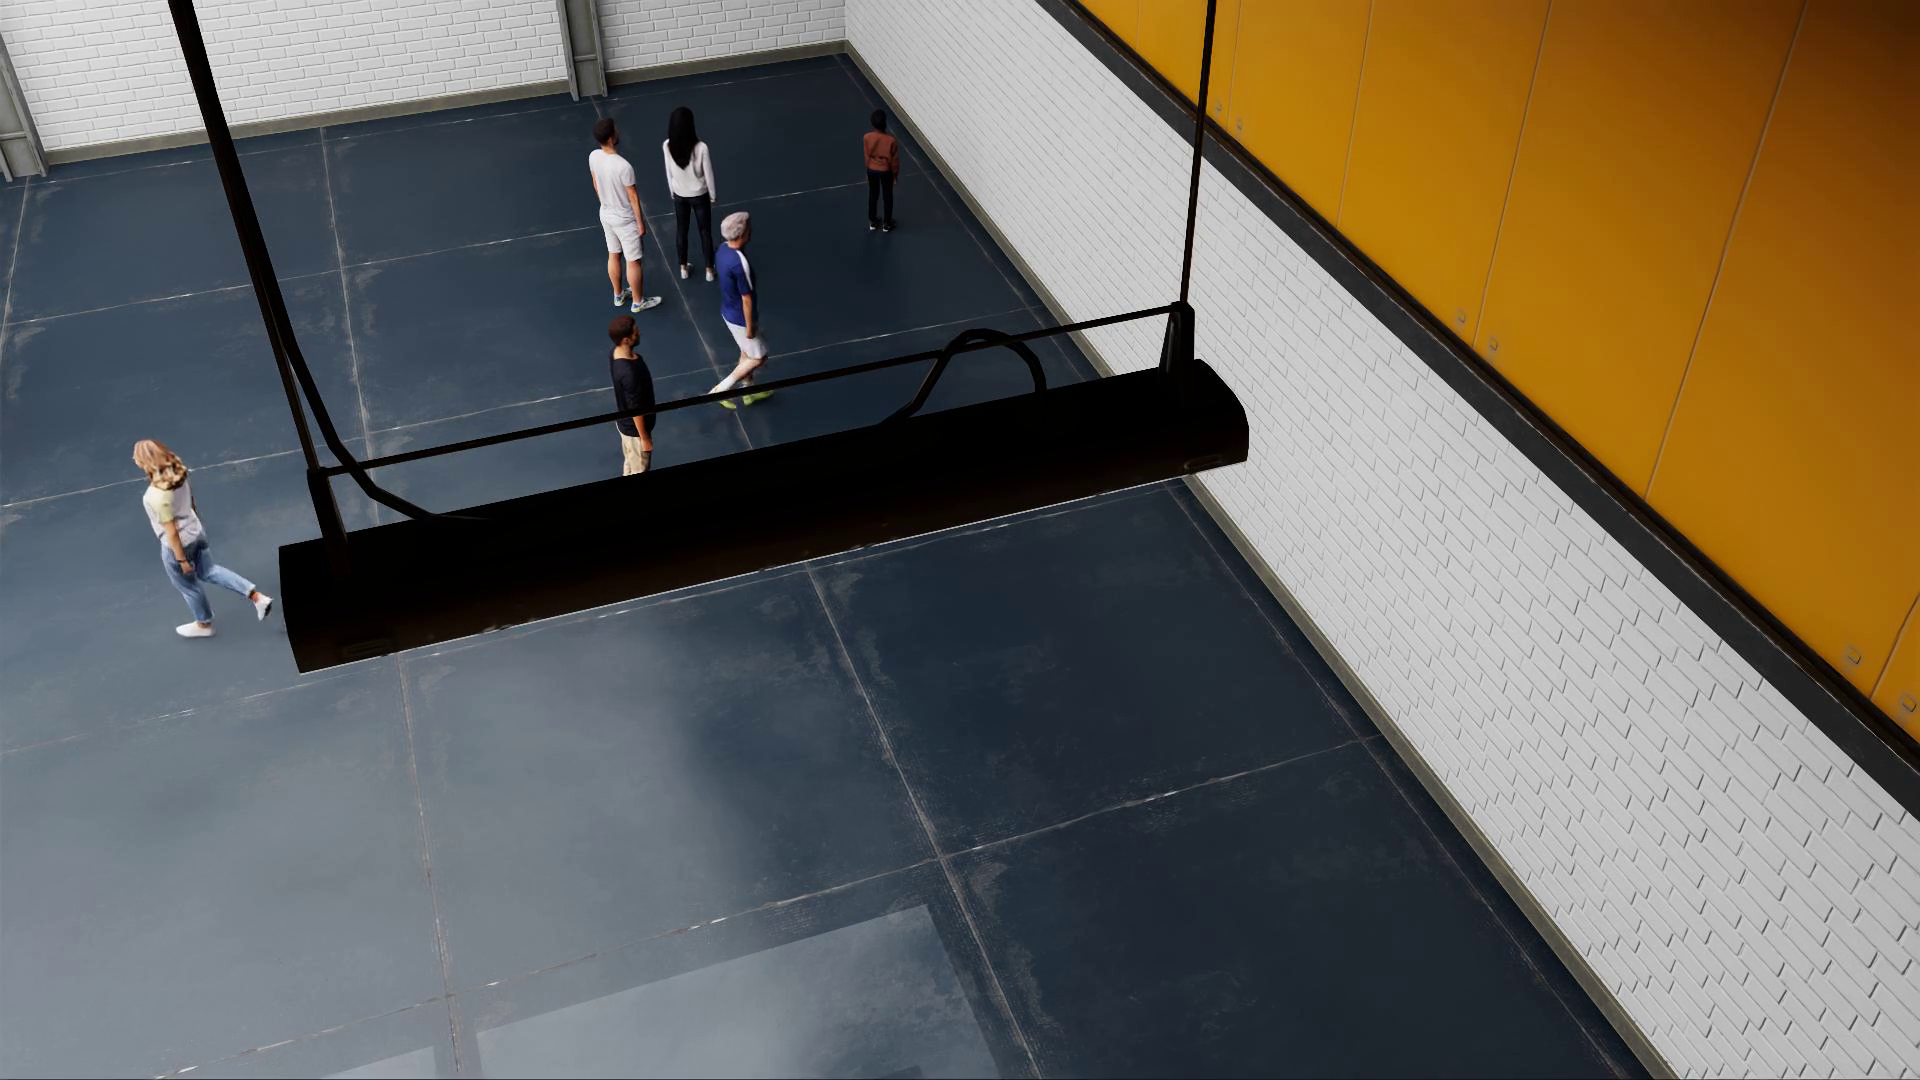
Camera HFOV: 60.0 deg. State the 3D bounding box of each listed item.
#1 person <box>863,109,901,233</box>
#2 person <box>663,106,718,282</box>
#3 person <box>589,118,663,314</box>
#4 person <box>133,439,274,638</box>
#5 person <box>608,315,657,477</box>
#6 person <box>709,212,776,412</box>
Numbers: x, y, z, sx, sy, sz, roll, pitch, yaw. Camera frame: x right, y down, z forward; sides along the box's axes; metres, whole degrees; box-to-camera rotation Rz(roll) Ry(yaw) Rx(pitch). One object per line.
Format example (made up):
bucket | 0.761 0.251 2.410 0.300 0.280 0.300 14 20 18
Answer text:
person | -0.788 -3.652 16.424 0.558 1.253 0.644 10 40 12
person | -2.524 -3.233 15.543 0.642 1.698 0.750 6 39 8
person | -3.082 -2.936 15.045 0.767 1.856 0.778 24 45 27
person | -5.252 0.006 11.480 1.054 1.707 0.845 0 39 0
person | -2.438 -0.857 12.445 0.533 1.852 0.627 -13 40 -16
person | -1.875 -1.823 13.680 0.893 1.820 0.715 -20 43 -23
